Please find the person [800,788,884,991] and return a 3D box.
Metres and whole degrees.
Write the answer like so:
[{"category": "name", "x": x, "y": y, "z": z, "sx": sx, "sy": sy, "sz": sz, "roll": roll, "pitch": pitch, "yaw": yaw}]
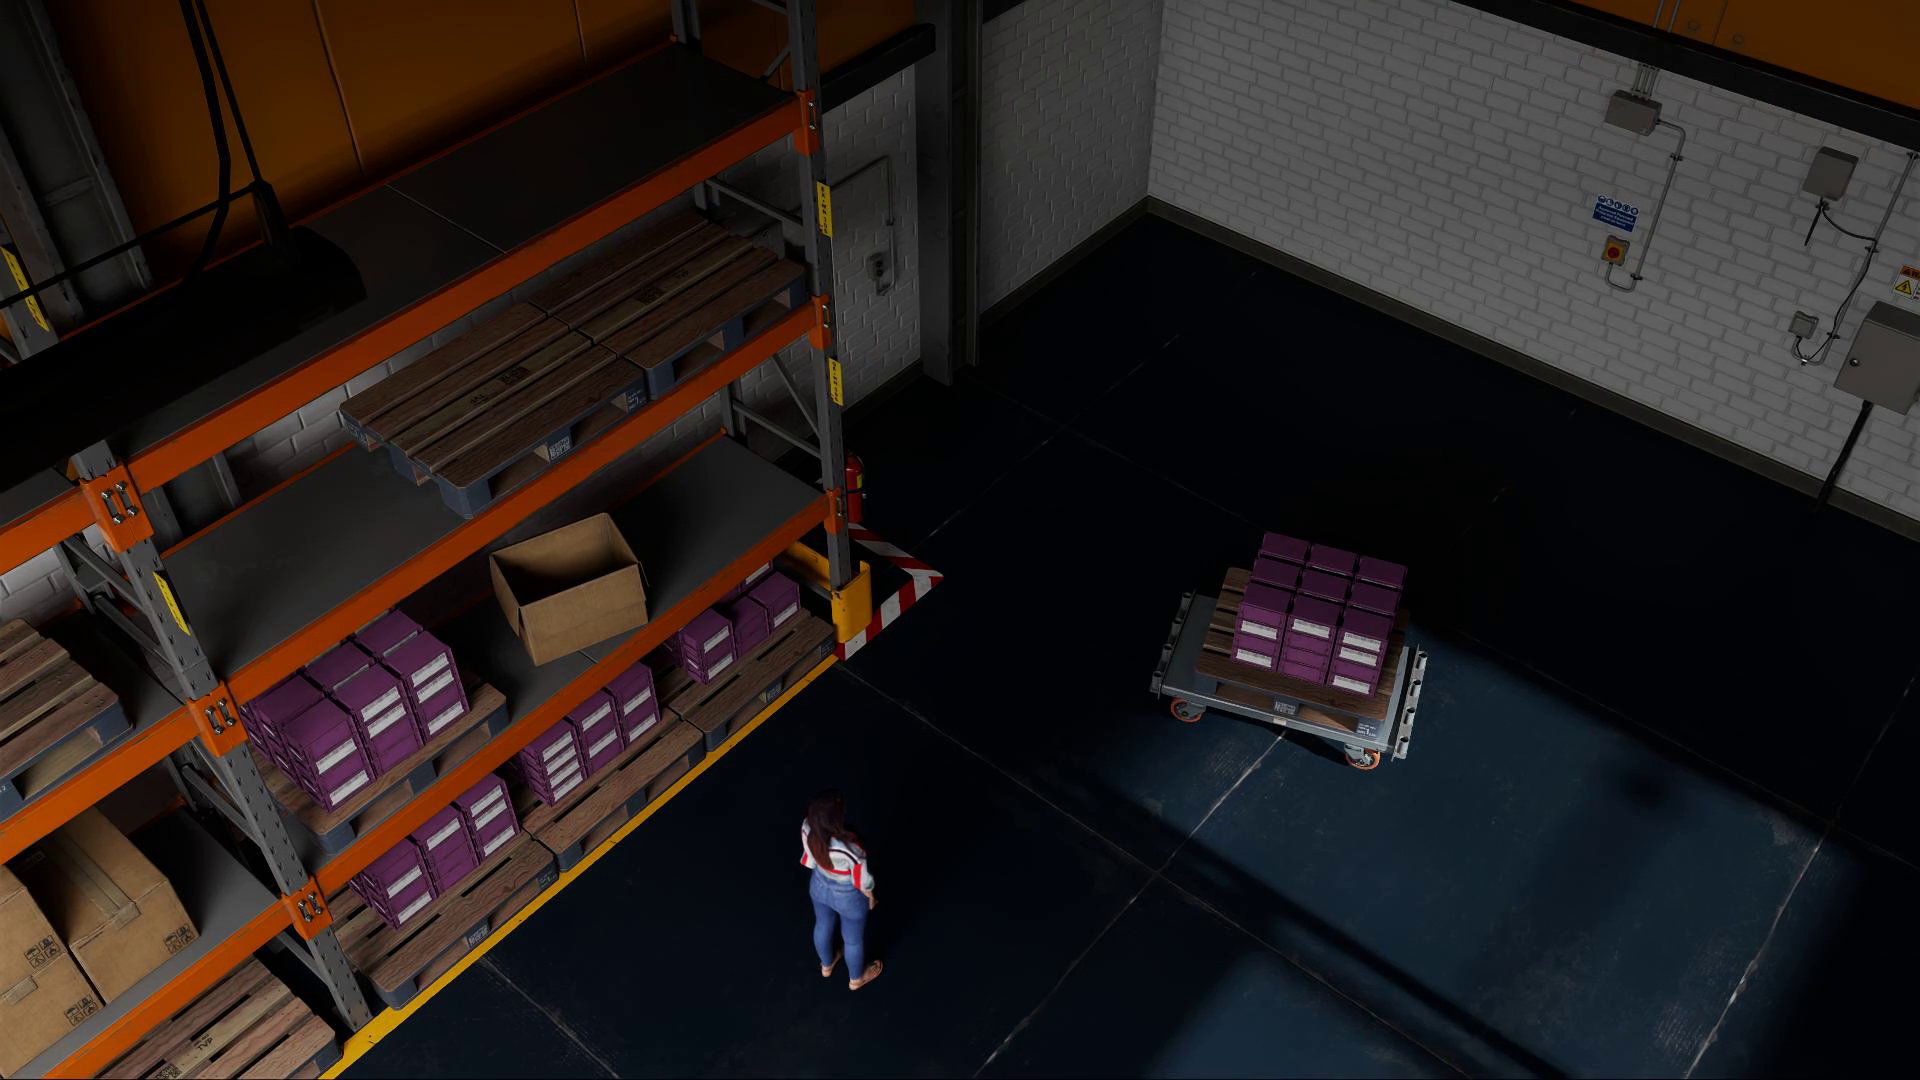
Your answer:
[{"category": "person", "x": -0.663, "y": 1.891, "z": 9.035, "sx": 0.614, "sy": 1.614, "sz": 0.550, "roll": 24, "pitch": 48, "yaw": 23}]
